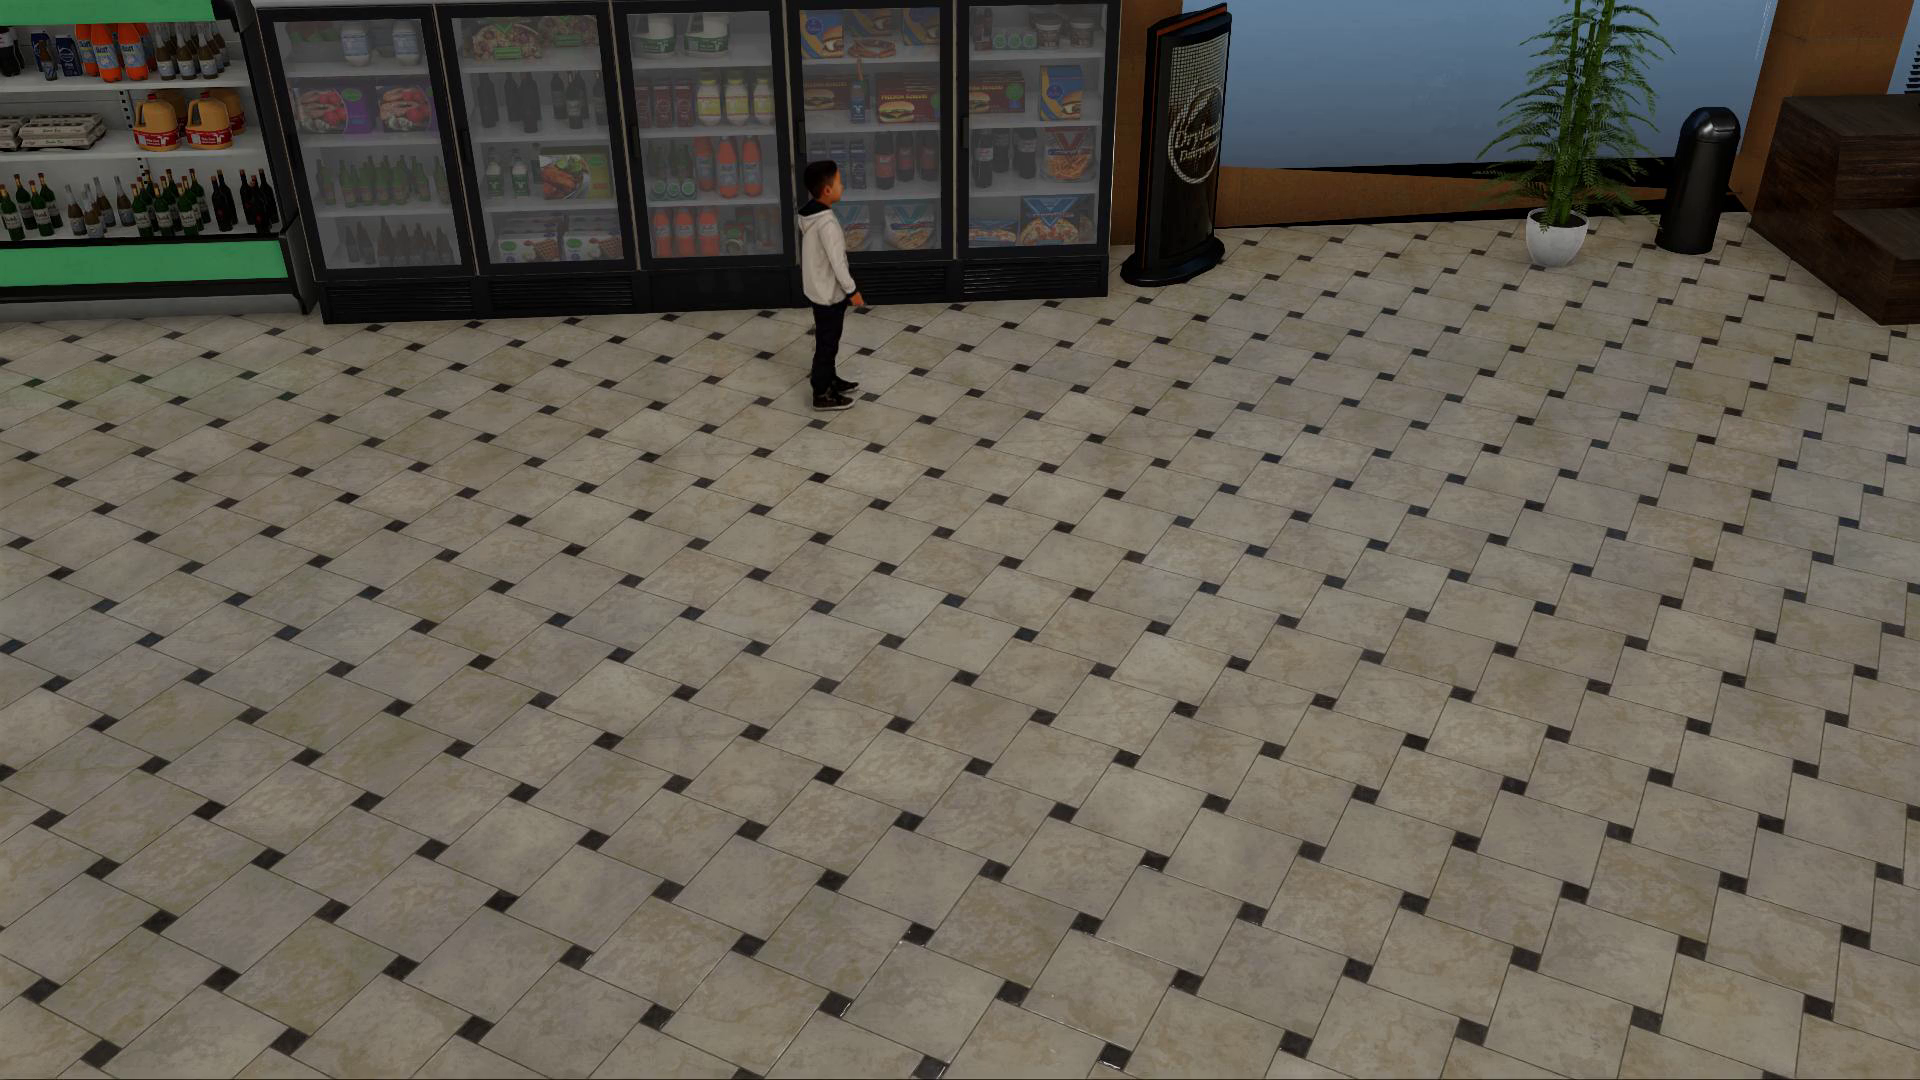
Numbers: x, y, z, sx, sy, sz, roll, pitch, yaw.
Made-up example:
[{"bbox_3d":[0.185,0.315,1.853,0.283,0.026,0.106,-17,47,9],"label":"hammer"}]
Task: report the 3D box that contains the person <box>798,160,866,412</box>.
[{"bbox_3d":[-0.784,-1.415,9.384,0.611,1.450,0.632,-8,33,-12],"label":"person"}]
